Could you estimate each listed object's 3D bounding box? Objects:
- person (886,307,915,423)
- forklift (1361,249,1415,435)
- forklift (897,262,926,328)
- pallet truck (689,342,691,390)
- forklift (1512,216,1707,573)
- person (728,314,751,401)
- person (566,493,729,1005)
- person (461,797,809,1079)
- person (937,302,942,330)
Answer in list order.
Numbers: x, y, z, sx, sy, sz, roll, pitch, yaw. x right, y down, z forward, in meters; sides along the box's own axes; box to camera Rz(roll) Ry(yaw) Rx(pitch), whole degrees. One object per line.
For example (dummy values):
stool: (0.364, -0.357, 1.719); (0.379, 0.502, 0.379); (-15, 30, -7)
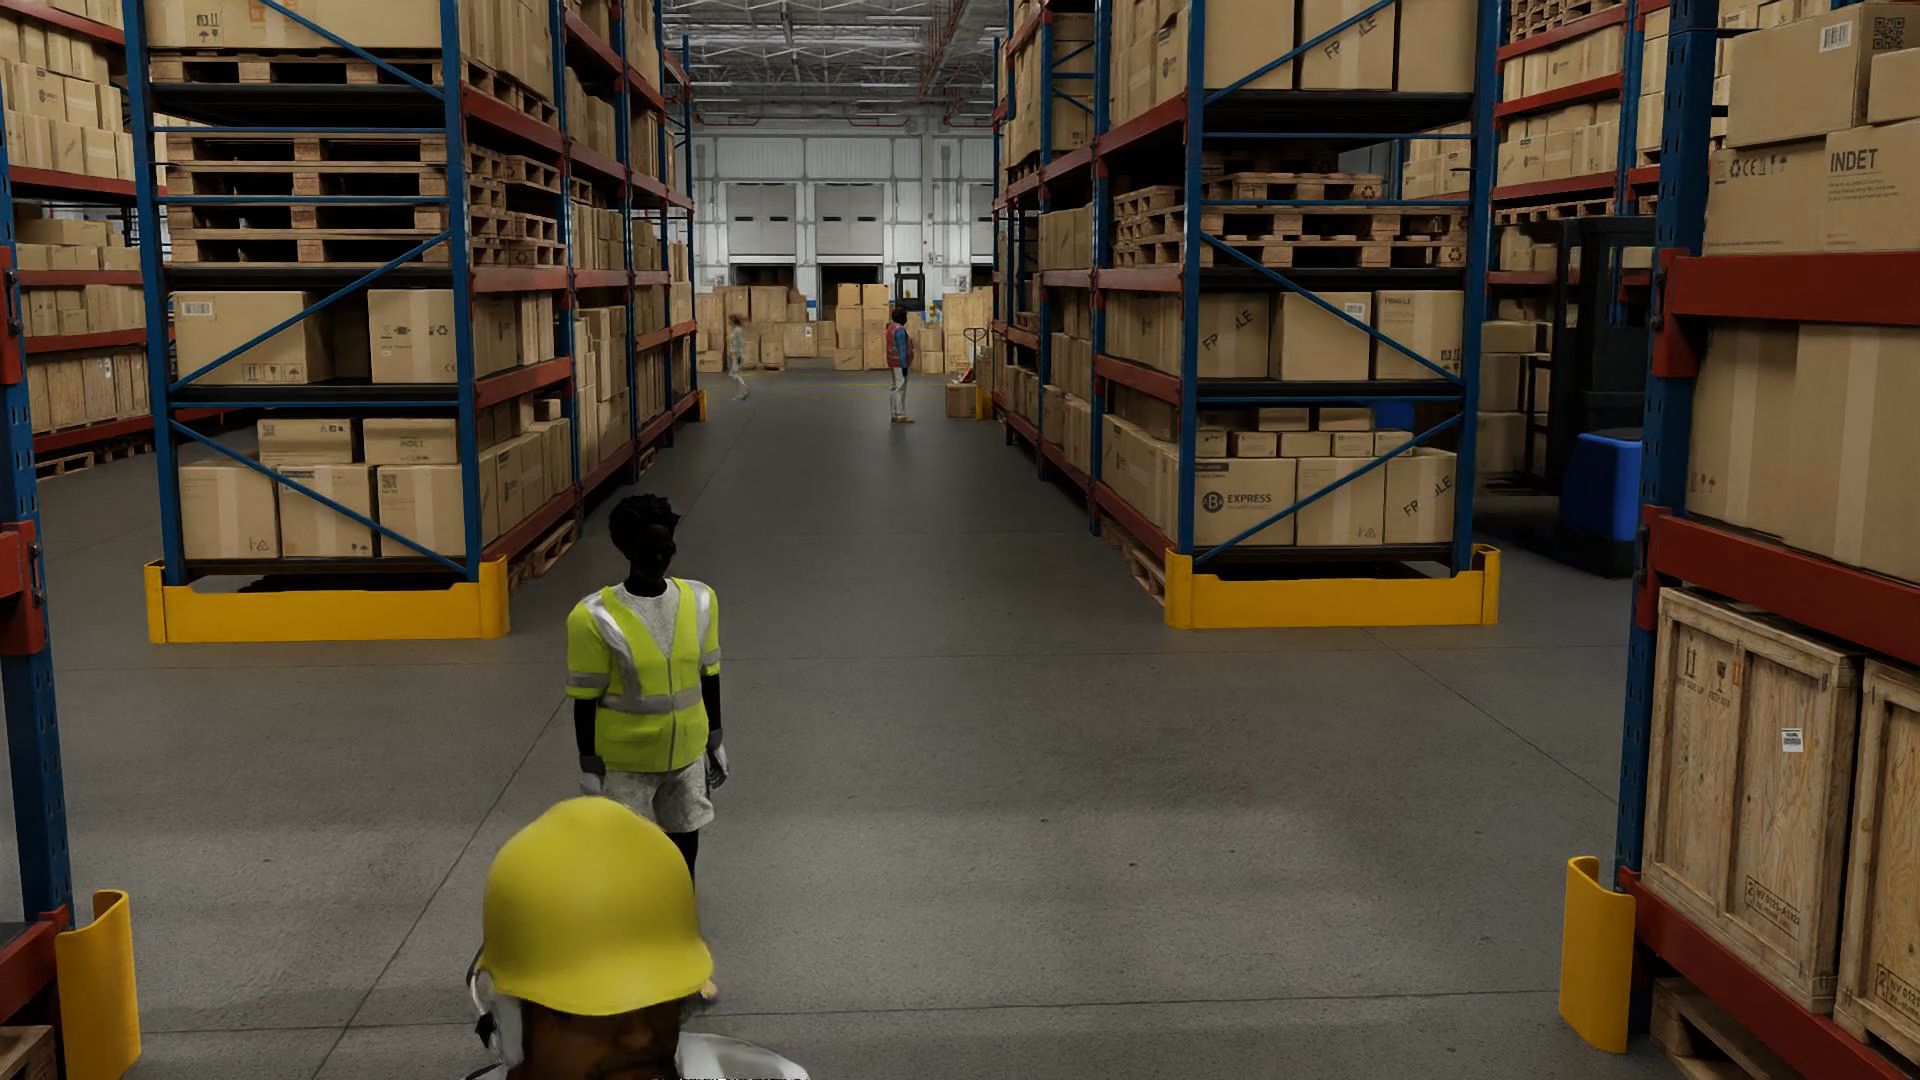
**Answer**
person: (-0.948, -2.786, 26.566); (0.429, 1.847, 0.625); (-3, 10, -18)
forklift: (5.827, -2.662, 22.547); (1.873, 2.768, 1.129); (8, 12, 40)
forklift: (-1.780, -8.547, 59.498); (1.129, 2.768, 1.873); (-1, 9, -4)
pallet truck: (-5.225, -3.008, 27.480); (1.885, 1.965, 0.823); (2, 9, 14)
forklift: (5.487, -1.230, 13.551); (1.129, 2.768, 1.873); (-1, 9, -4)
person: (-4.191, -3.408, 31.141); (0.359, 1.627, 0.536); (-3, 9, -16)
person: (-0.983, 0.686, 5.264); (0.537, 1.690, 0.321); (-7, 12, -39)
person: (-0.377, 1.167, 1.782); (0.600, 1.833, 0.404); (-7, 11, -36)
person: (-0.484, -5.804, 46.165); (0.370, 1.625, 0.536); (3, 9, 16)
